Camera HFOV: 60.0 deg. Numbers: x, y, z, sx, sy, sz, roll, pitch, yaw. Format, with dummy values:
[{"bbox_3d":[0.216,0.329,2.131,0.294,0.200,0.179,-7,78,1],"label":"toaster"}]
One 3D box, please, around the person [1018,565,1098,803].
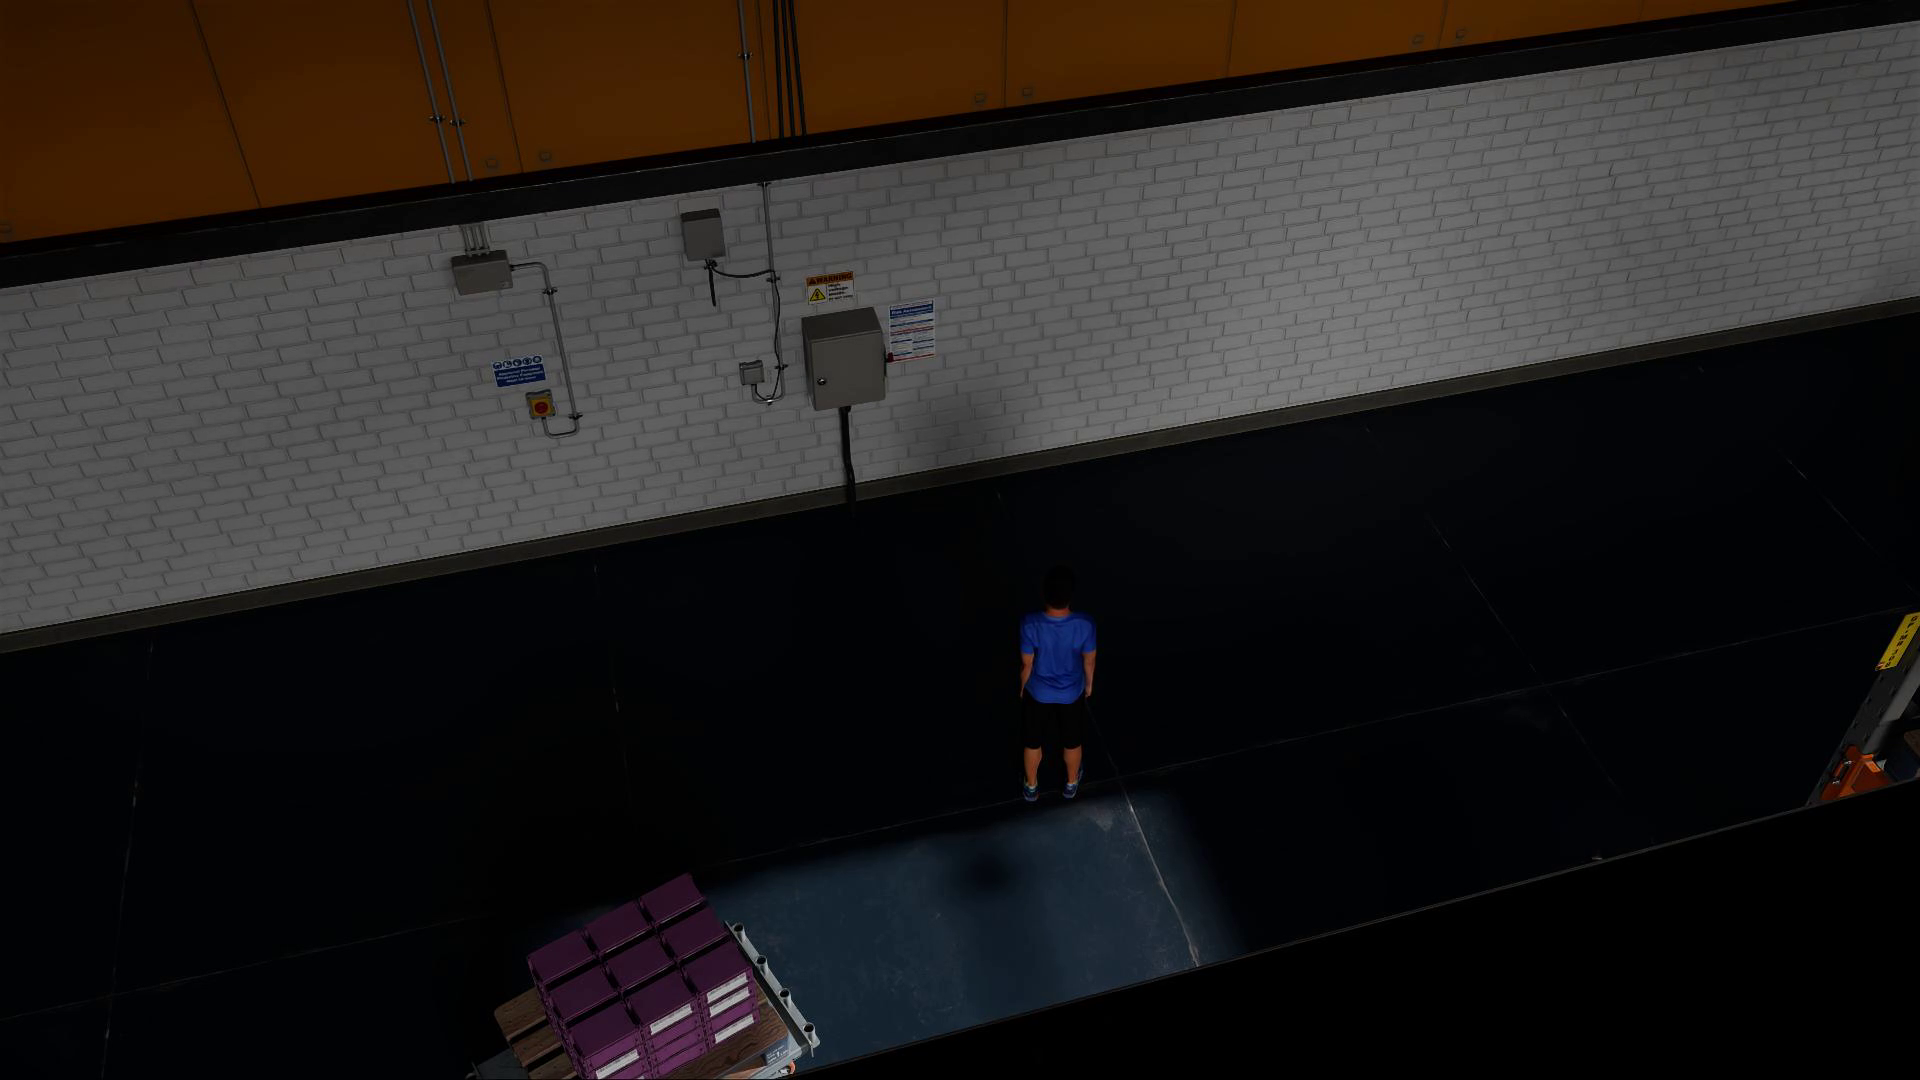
[{"bbox_3d":[0.559,0.872,9.816,0.661,1.870,0.638,-1,44,-1],"label":"person"}]
